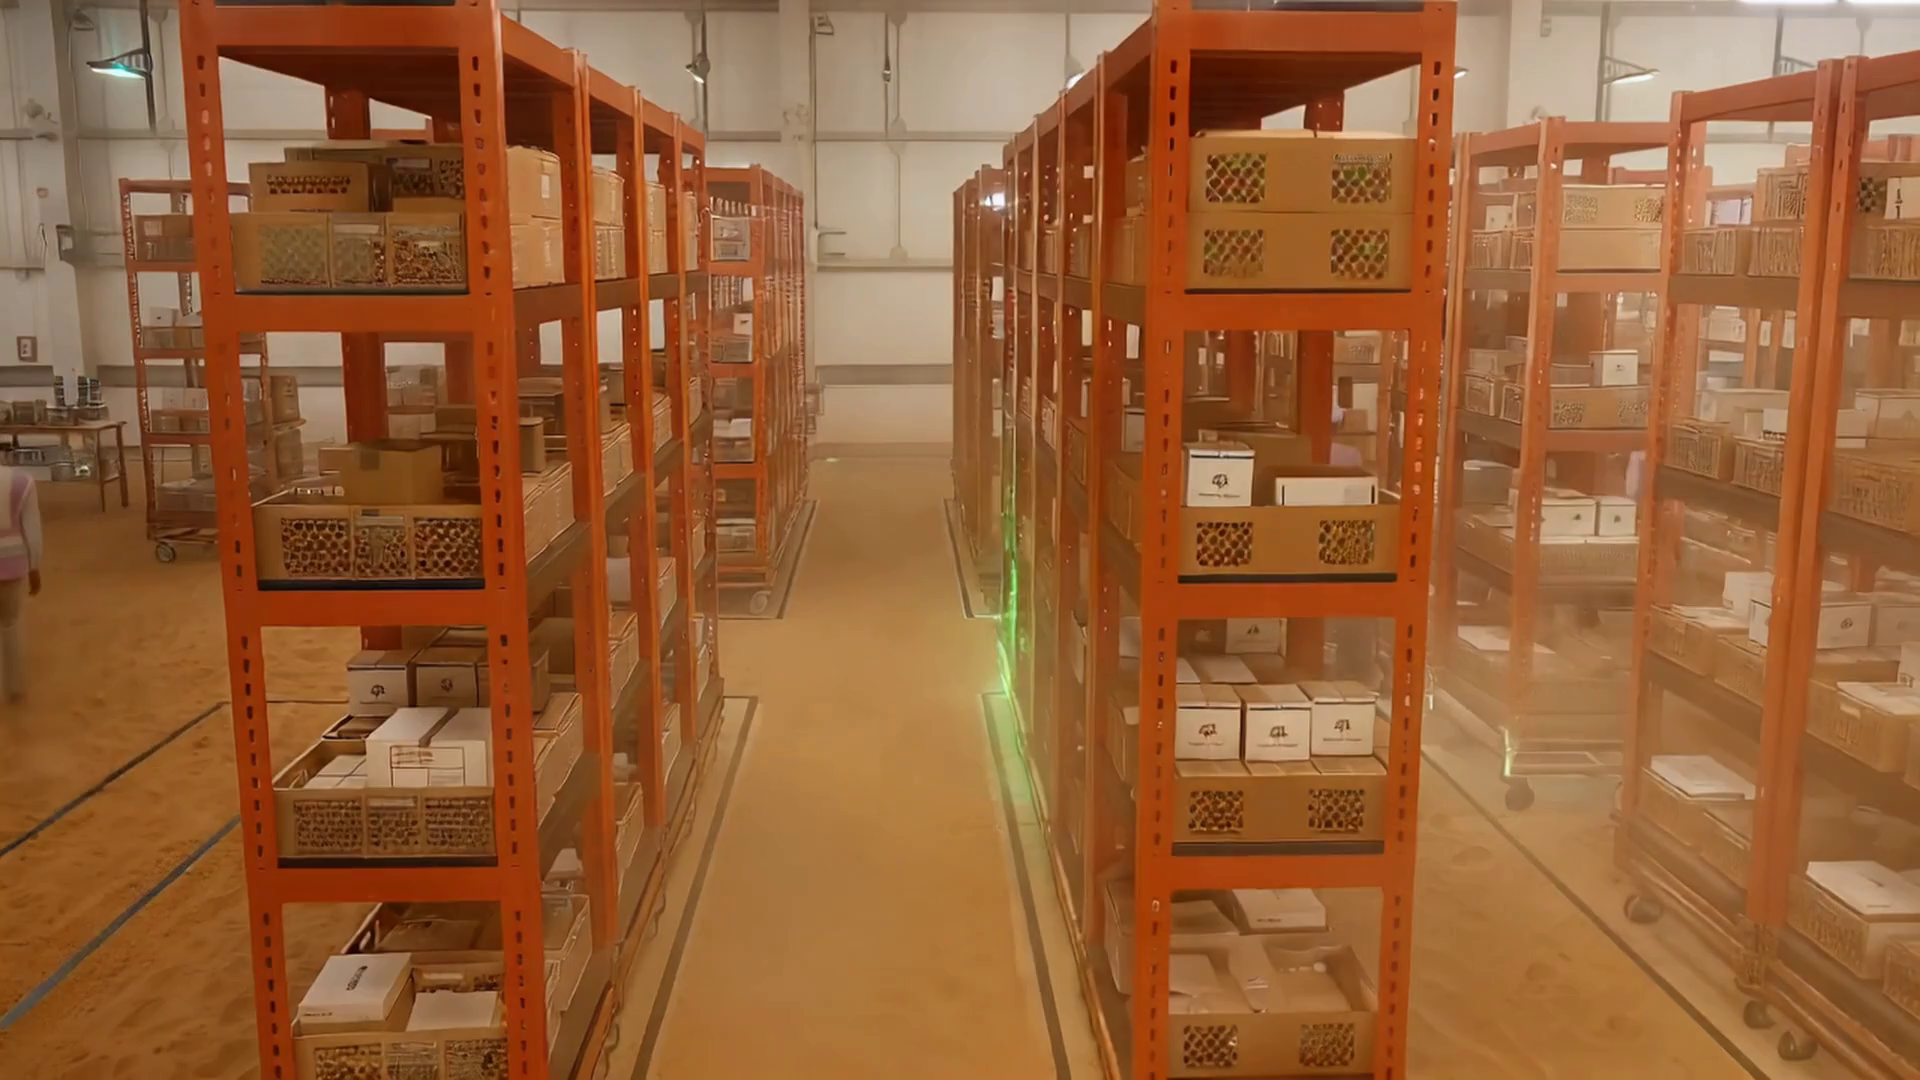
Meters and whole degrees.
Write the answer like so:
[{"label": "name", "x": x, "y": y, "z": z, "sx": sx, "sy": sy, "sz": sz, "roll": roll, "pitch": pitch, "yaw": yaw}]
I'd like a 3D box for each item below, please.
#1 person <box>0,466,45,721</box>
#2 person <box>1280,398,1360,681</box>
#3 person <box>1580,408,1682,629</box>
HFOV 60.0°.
[{"label": "person", "x": -6.249, "y": 0.158, "z": 10.655, "sx": 0.622, "sy": 1.908, "sz": 0.929, "roll": -8, "pitch": 13, "yaw": -39}, {"label": "person", "x": 2.438, "y": -0.008, "z": 11.355, "sx": 0.622, "sy": 1.993, "sz": 0.382, "roll": -2, "pitch": 10, "yaw": -10}, {"label": "person", "x": 5.234, "y": -0.157, "z": 12.784, "sx": 0.885, "sy": 1.799, "sz": 0.585, "roll": 2, "pitch": 10, "yaw": 11}]
